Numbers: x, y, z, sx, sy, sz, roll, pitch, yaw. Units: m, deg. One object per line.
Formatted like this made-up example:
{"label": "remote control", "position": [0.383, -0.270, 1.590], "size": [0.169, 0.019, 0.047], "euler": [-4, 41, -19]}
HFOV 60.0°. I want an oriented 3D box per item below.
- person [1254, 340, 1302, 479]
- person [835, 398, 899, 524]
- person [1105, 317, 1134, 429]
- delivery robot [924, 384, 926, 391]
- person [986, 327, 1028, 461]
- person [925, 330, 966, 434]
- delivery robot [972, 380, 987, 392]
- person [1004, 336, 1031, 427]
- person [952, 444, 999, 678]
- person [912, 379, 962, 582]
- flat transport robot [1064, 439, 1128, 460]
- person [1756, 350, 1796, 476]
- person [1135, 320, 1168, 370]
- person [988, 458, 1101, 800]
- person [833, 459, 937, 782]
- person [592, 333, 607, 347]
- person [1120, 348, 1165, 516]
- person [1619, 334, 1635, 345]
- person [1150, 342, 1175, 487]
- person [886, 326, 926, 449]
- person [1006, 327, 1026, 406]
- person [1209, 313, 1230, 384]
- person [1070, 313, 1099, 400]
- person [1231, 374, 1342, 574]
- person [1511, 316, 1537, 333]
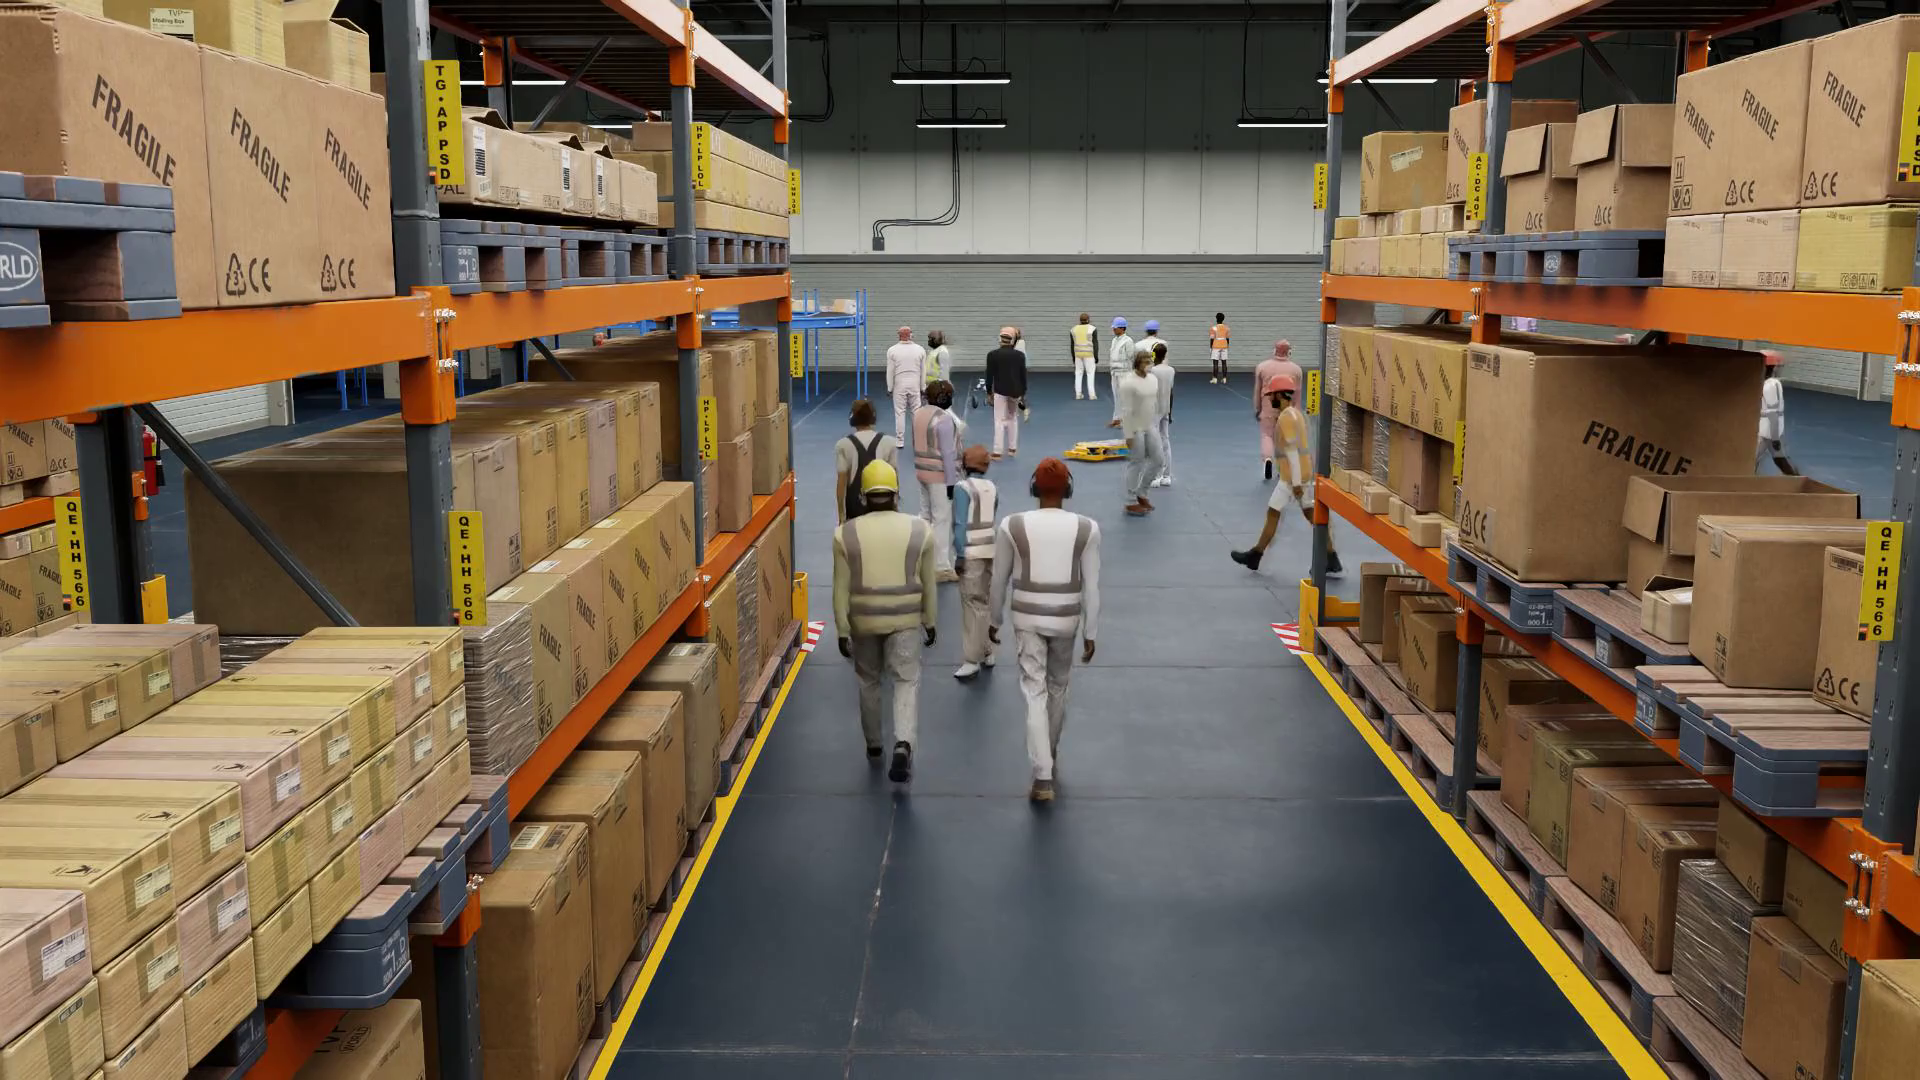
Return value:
{"label": "person", "position": [4.279, -1.763, 22.425], "size": [0.633, 1.871, 0.871], "euler": [2, 10, 11]}
{"label": "person", "position": [-0.760, -0.260, 13.637], "size": [0.536, 1.793, 0.967], "euler": [-1, 10, -7]}
{"label": "person", "position": [2.809, -2.930, 29.170], "size": [0.392, 1.946, 0.616], "euler": [-4, 10, -25]}
{"label": "delivery robot", "position": [-0.556, -3.316, 35.494], "size": [0.477, 0.478, 0.707], "euler": [-3, 10, -18]}
{"label": "person", "position": [0.689, -2.186, 24.767], "size": [0.632, 1.941, 0.753], "euler": [-3, 10, -15]}
{"label": "person", "position": [-0.324, -2.521, 27.136], "size": [0.848, 1.814, 0.635], "euler": [-2, 10, -12]}
{"label": "delivery robot", "position": [0.449, -3.124, 33.571], "size": [0.335, 0.223, 0.698], "euler": [-2, 10, -14]}
{"label": "person", "position": [0.989, -2.861, 29.595], "size": [0.699, 1.679, 0.540], "euler": [-6, 11, -31]}
{"label": "person", "position": [0.078, 0.139, 11.791], "size": [0.326, 1.611, 0.645], "euler": [5, 11, 30]}
{"label": "person", "position": [-0.195, -0.556, 15.277], "size": [0.429, 1.840, 0.633], "euler": [-5, 11, -28]}
{"label": "flat transport robot", "position": [2.315, -1.366, 24.947], "size": [1.431, 0.197, 0.652], "euler": [-7, 12, -36]}
{"label": "person", "position": [9.446, -1.279, 19.504], "size": [1.057, 1.877, 0.553], "euler": [6, 11, 33]}
{"label": "person", "position": [3.265, -2.772, 28.267], "size": [0.635, 1.933, 0.427], "euler": [6, 11, 33]}
{"label": "person", "position": [0.471, 0.462, 9.208], "size": [0.594, 1.839, 0.981], "euler": [-1, 10, -4]}
{"label": "person", "position": [-0.422, 0.446, 9.387], "size": [0.595, 1.809, 0.822], "euler": [-1, 10, -4]}
{"label": "person", "position": [-5.495, -2.227, 25.289], "size": [0.563, 1.837, 0.389], "euler": [7, 12, 35]}
{"label": "person", "position": [2.099, -1.242, 19.143], "size": [0.458, 1.919, 0.650], "euler": [9, 13, 44]}
{"label": "person", "position": [9.552, -1.996, 23.758], "size": [0.777, 1.880, 0.681], "euler": [0, 9, -1]}
{"label": "person", "position": [2.566, -1.636, 21.656], "size": [0.515, 1.873, 0.329], "euler": [-8, 12, -40]}
{"label": "person", "position": [-0.854, -2.392, 26.085], "size": [0.642, 1.905, 0.399], "euler": [-3, 10, -17]}
{"label": "person", "position": [1.095, -3.497, 33.611], "size": [0.521, 1.599, 0.526], "euler": [-4, 10, -22]}
{"label": "person", "position": [6.231, -4.605, 39.956], "size": [0.535, 1.697, 0.318], "euler": [-3, 10, -19]}
{"label": "person", "position": [2.655, -3.911, 35.409], "size": [0.631, 1.834, 0.428], "euler": [5, 11, 29]}
{"label": "person", "position": [3.095, -0.609, 15.521], "size": [1.066, 1.864, 0.551], "euler": [5, 11, 26]}
{"label": "person", "position": [13.691, -4.844, 40.383], "size": [0.609, 2.034, 0.404], "euler": [8, 12, 39]}
